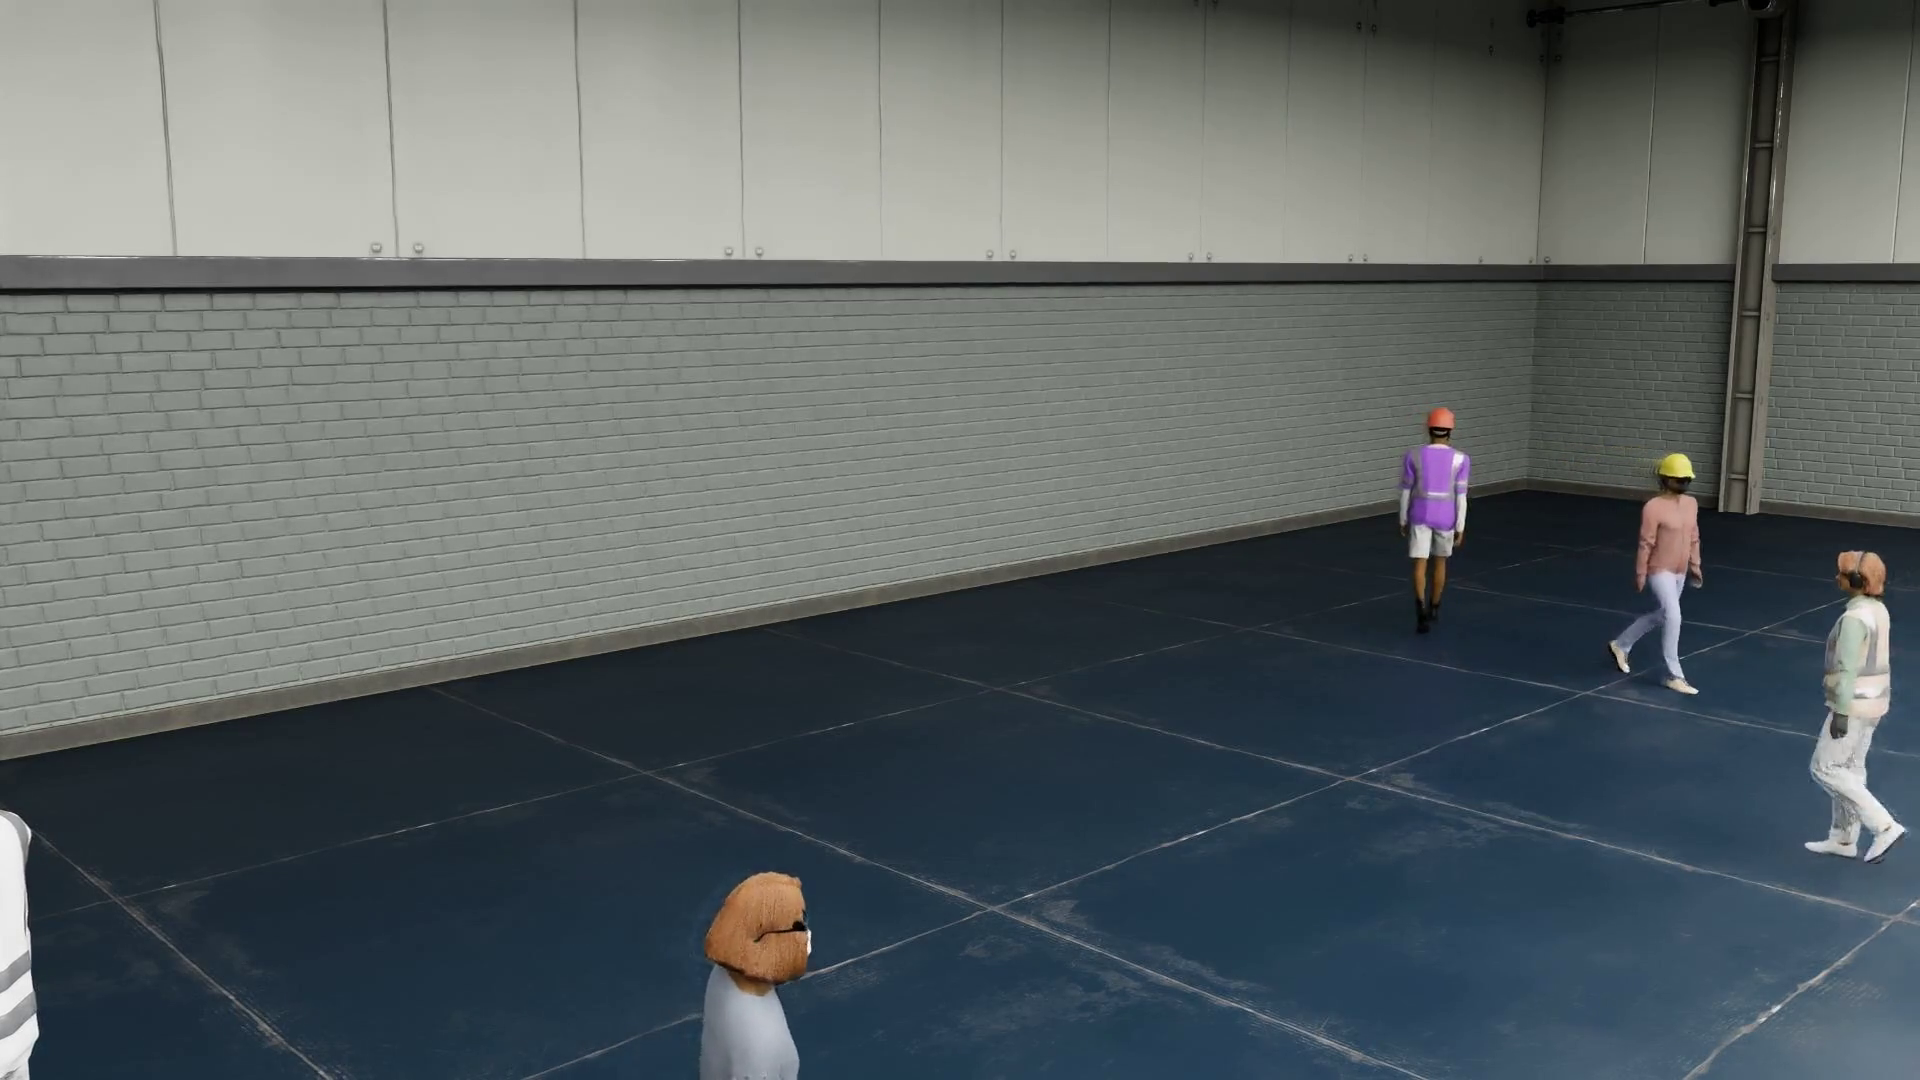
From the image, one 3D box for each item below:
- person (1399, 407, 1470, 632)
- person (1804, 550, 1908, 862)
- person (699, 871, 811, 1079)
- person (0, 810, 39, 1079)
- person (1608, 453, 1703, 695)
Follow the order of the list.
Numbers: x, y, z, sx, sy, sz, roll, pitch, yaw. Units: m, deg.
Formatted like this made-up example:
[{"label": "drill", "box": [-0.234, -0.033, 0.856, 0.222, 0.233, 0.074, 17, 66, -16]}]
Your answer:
[{"label": "person", "box": [4.018, -0.177, 14.122, 0.560, 1.903, 0.927, 2, 9, 15]}, {"label": "person", "box": [4.587, 0.862, 8.471, 0.418, 1.629, 0.534, 8, 12, 40]}, {"label": "person", "box": [-0.496, 1.586, 4.172, 0.897, 1.574, 0.503, -4, 10, -22]}, {"label": "person", "box": [-2.659, 1.387, 4.443, 0.340, 1.883, 0.586, -1, 9, -4]}, {"label": "person", "box": [5.140, 0.207, 12.229, 0.520, 1.736, 0.822, -5, 11, -30]}]
